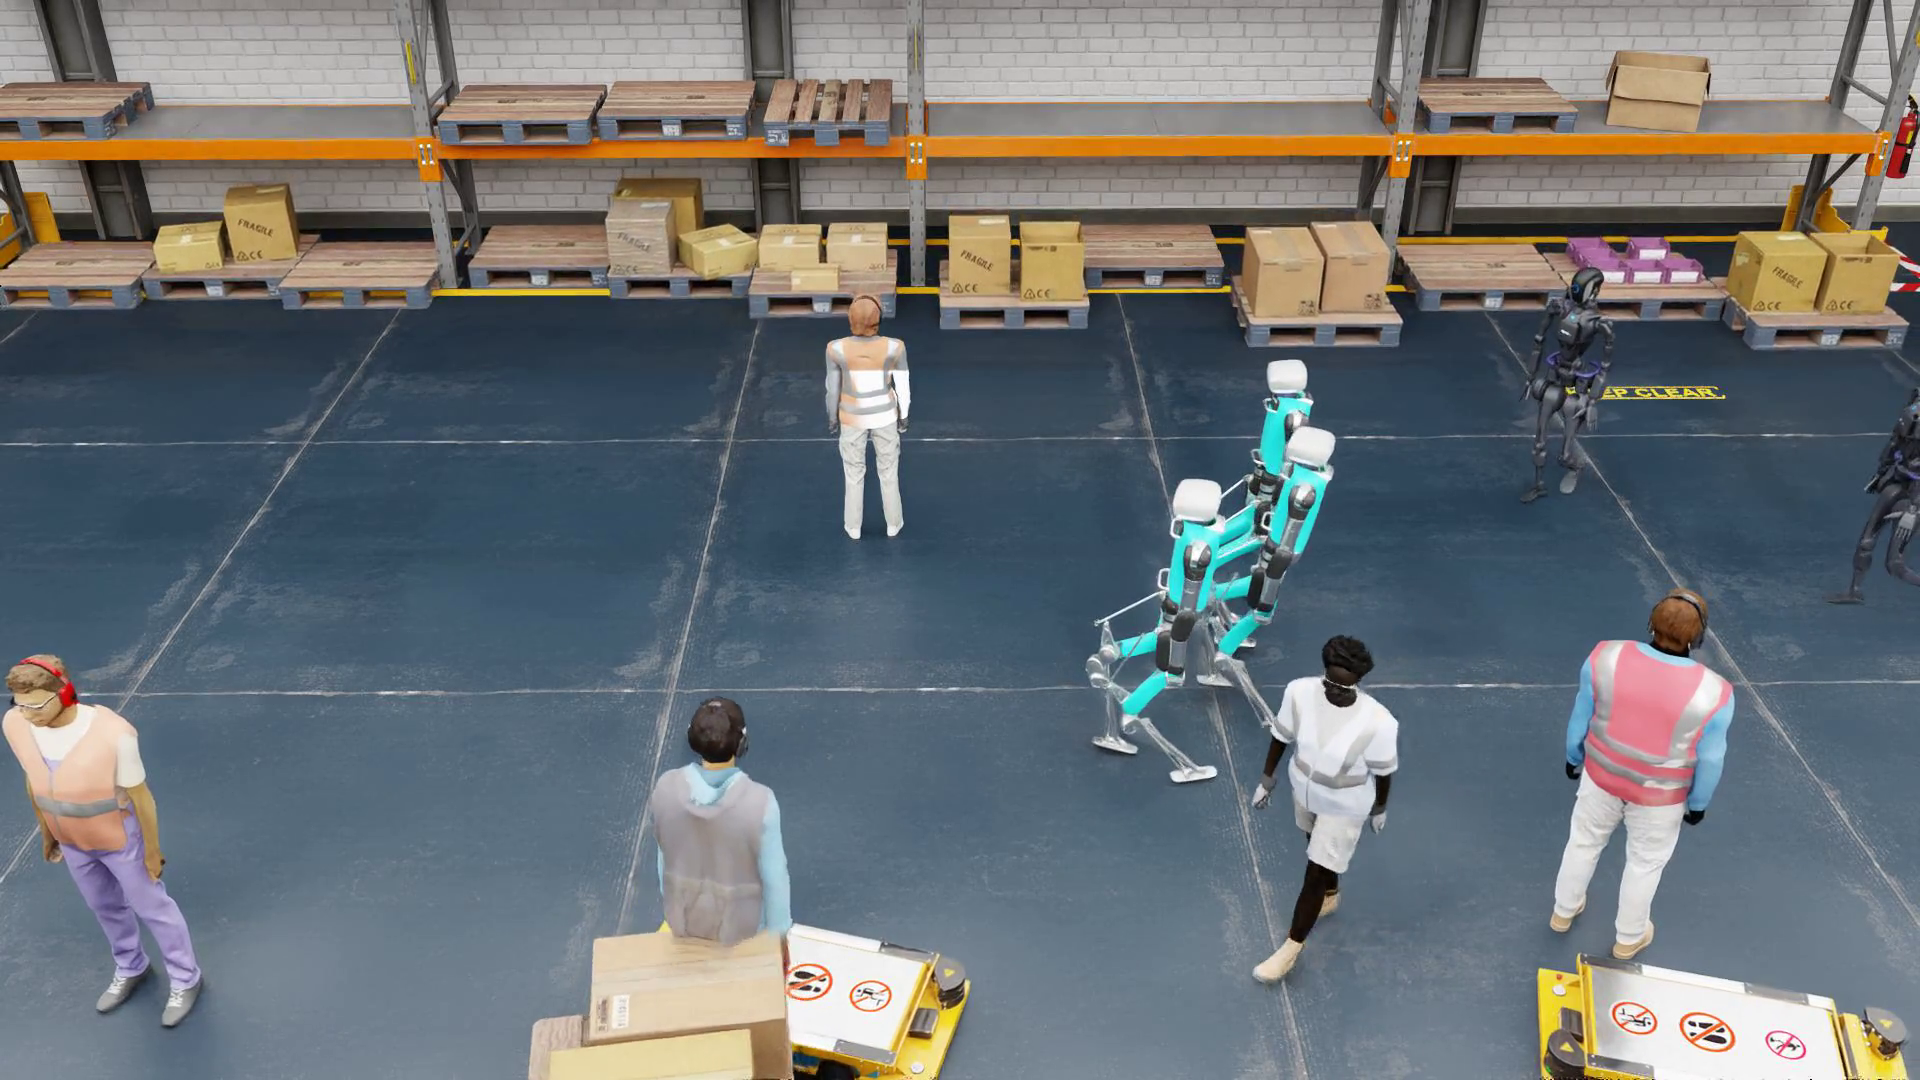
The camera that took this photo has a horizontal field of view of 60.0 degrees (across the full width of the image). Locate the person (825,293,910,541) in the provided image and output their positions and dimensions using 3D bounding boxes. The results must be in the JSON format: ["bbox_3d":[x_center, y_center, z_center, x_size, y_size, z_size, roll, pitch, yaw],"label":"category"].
[{"bbox_3d":[-0.567,-0.746,10.320,0.524,1.638,0.305,-3,31,-5],"label":"person"}]

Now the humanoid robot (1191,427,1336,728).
[{"bbox_3d":[1.447,0.191,8.700,0.844,1.780,0.547,9,32,15],"label":"humanoid robot"}]

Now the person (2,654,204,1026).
[{"bbox_3d":[-3.530,1.215,6.868,0.564,1.835,0.377,7,32,11],"label":"person"}]

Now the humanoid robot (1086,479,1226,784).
[{"bbox_3d":[0.892,0.472,8.225,0.889,1.780,0.583,5,31,9],"label":"humanoid robot"}]

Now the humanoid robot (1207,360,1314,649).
[{"bbox_3d":[1.521,-0.194,9.210,0.718,1.693,0.532,0,31,-1],"label":"humanoid robot"}]

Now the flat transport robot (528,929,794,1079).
[{"bbox_3d":[-1.118,2.452,6.330,1.431,0.231,0.659,-4,31,-7],"label":"flat transport robot"}]

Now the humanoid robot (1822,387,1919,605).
[{"bbox_3d":[5.516,-0.301,9.558,0.637,1.632,0.589,2,31,4],"label":"humanoid robot"}]

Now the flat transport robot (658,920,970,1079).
[{"bbox_3d":[-0.730,1.965,7.140,1.431,0.231,0.659,8,32,14],"label":"flat transport robot"}]

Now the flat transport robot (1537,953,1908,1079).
[{"bbox_3d":[3.153,2.122,6.878,1.431,0.231,0.659,8,32,13],"label":"flat transport robot"}]

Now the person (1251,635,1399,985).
[{"bbox_3d":[1.500,1.139,7.151,0.768,1.670,0.531,-22,37,-32],"label":"person"}]

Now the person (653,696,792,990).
[{"bbox_3d":[-0.913,1.440,6.464,0.559,1.863,0.456,7,32,11],"label":"person"}]

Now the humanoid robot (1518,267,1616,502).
[{"bbox_3d":[3.934,-1.003,10.711,0.461,1.638,0.591,-22,38,-32],"label":"humanoid robot"}]

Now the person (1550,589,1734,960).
[{"bbox_3d":[2.928,1.018,7.198,0.637,1.838,0.430,22,37,32],"label":"person"}]
